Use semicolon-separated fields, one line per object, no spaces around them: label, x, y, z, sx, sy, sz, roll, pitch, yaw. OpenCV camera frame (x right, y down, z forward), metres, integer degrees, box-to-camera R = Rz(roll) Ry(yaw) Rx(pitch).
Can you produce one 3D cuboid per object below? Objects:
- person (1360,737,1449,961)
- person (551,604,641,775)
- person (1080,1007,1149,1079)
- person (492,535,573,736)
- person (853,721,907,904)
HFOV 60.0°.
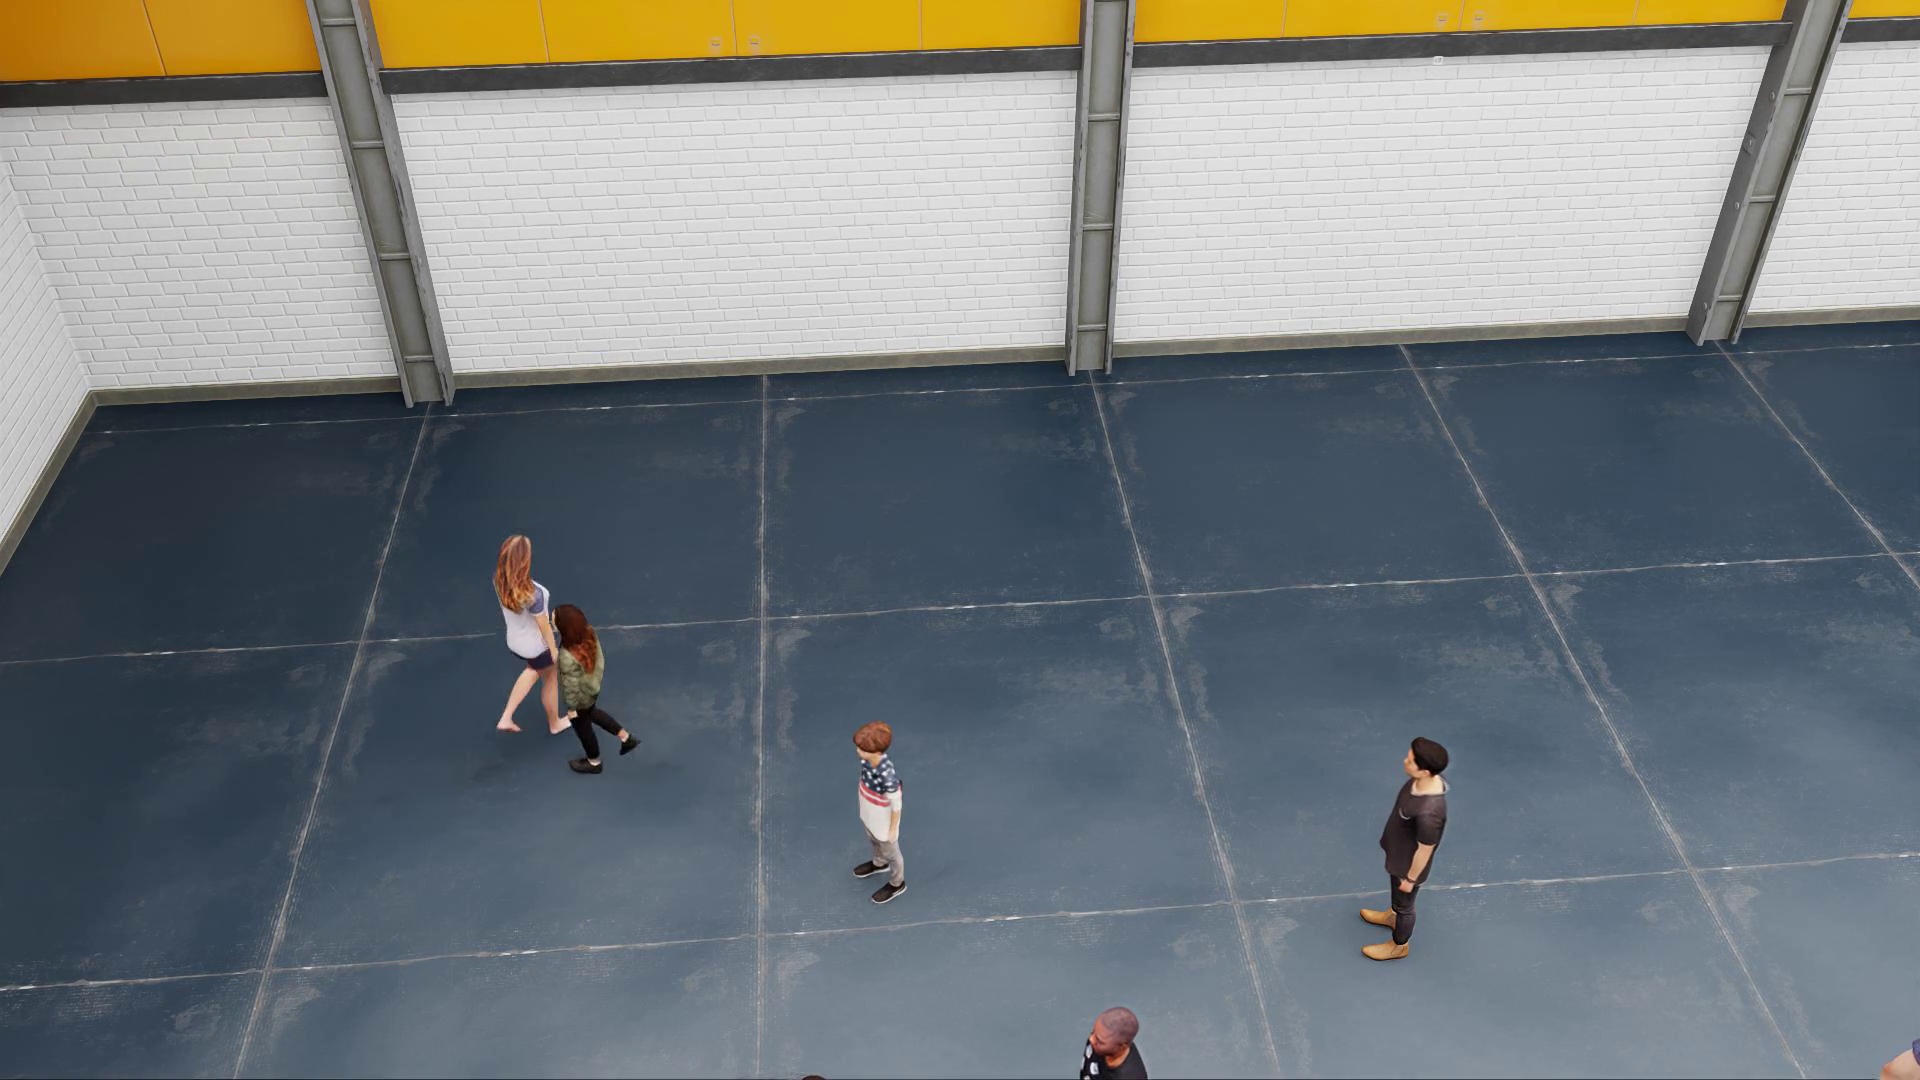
person;2.656;1.818;9.789;0.626;1.714;0.679;6;39;8
person;-2.429;1.002;11.006;0.772;1.469;0.666;4;39;5
person;0.763;2.919;8.338;0.655;1.804;0.716;-11;40;-14
person;-2.939;0.722;11.160;0.854;1.715;0.918;29;47;31
person;-0.490;1.646;10.224;0.589;1.439;0.585;-20;43;-24
